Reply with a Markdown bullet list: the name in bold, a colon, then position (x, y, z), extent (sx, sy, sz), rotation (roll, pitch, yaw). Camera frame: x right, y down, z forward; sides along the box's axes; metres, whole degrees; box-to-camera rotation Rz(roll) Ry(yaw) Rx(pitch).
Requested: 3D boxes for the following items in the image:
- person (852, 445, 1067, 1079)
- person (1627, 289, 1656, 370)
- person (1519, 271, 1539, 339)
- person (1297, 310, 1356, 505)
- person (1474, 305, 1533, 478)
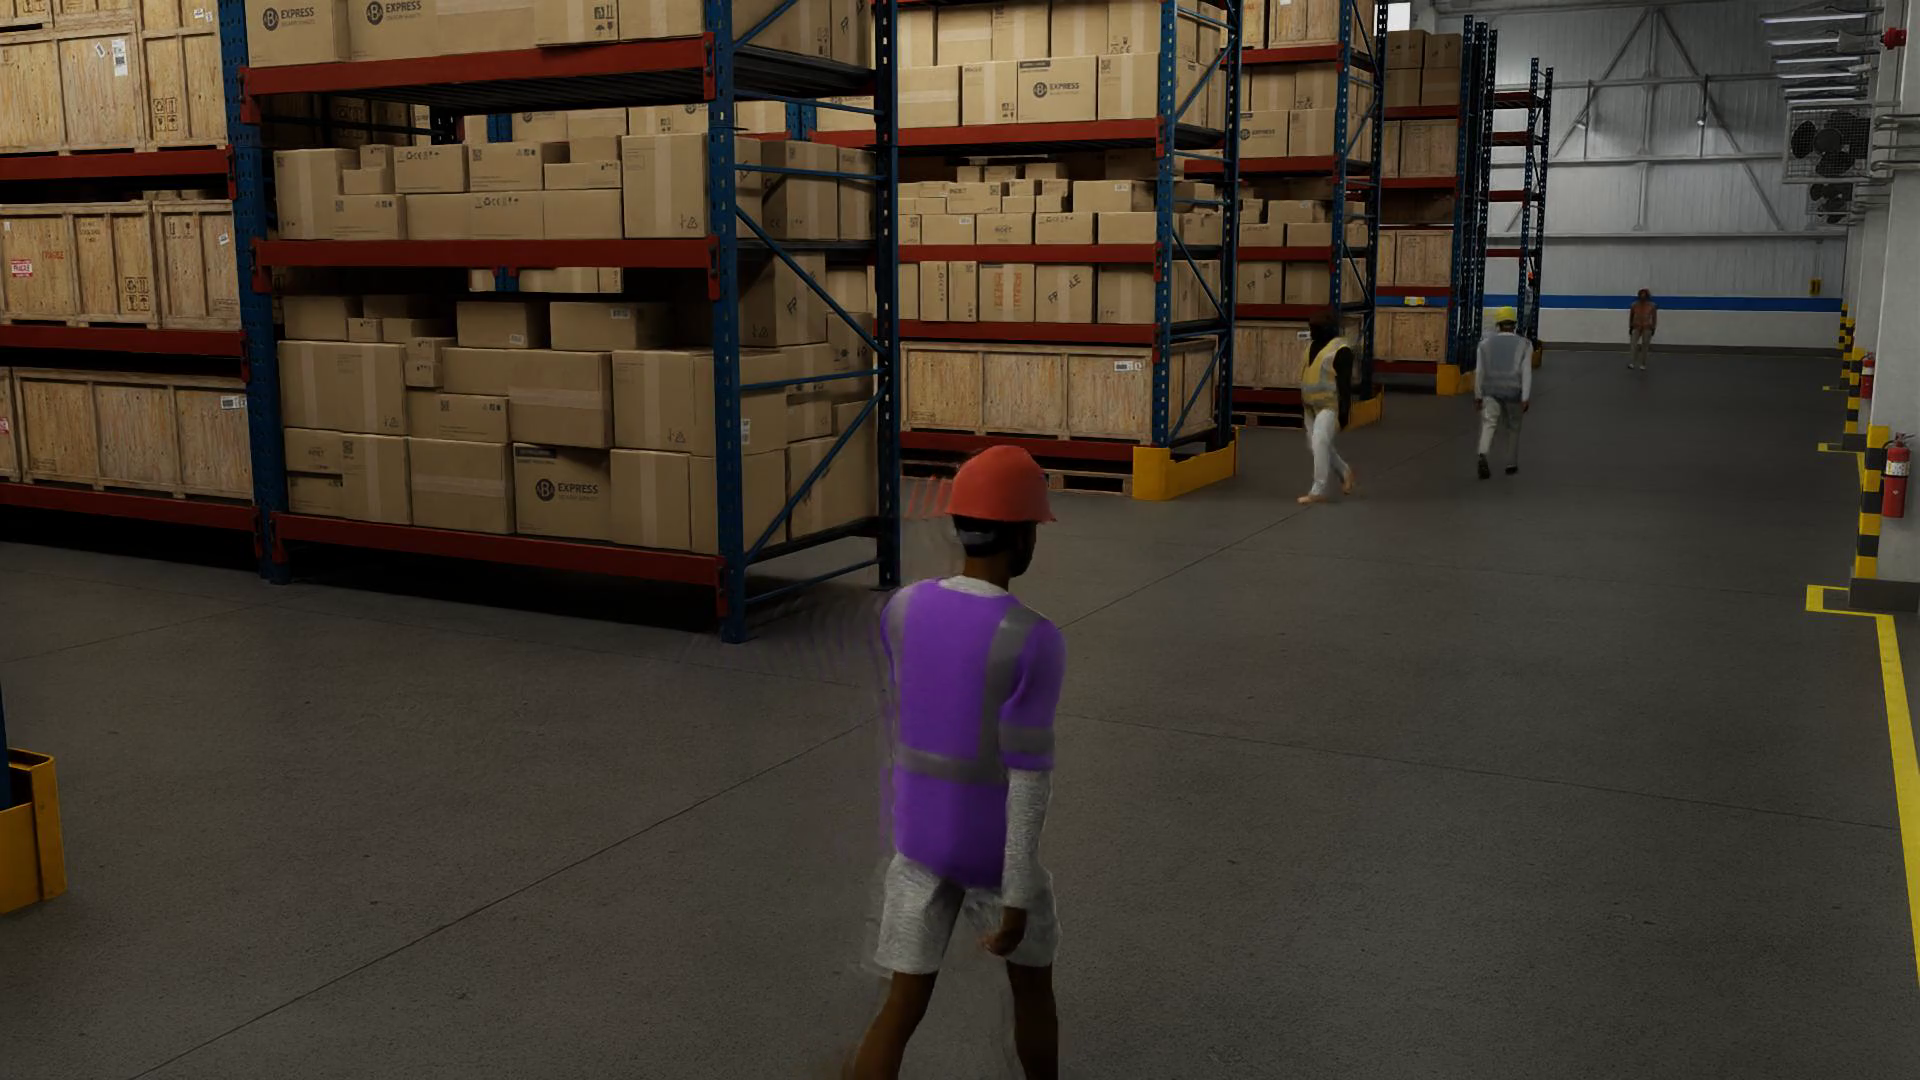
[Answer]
- **person**: position (-0.003, 0.719, 3.993), extent (0.546, 1.891, 0.970), rotation (7, 12, 35)
- **person**: position (13.528, -4.164, 33.027), extent (0.534, 1.599, 0.822), rotation (7, 12, 34)
- **person**: position (13.066, -5.205, 38.132), extent (0.542, 1.929, 0.374), rotation (-5, 11, -26)
- **person**: position (3.469, -1.241, 15.554), extent (0.706, 1.815, 0.650), rotation (-5, 11, -26)
- **person**: position (5.629, -1.536, 17.286), extent (0.592, 1.802, 0.847), rotation (6, 11, 31)
